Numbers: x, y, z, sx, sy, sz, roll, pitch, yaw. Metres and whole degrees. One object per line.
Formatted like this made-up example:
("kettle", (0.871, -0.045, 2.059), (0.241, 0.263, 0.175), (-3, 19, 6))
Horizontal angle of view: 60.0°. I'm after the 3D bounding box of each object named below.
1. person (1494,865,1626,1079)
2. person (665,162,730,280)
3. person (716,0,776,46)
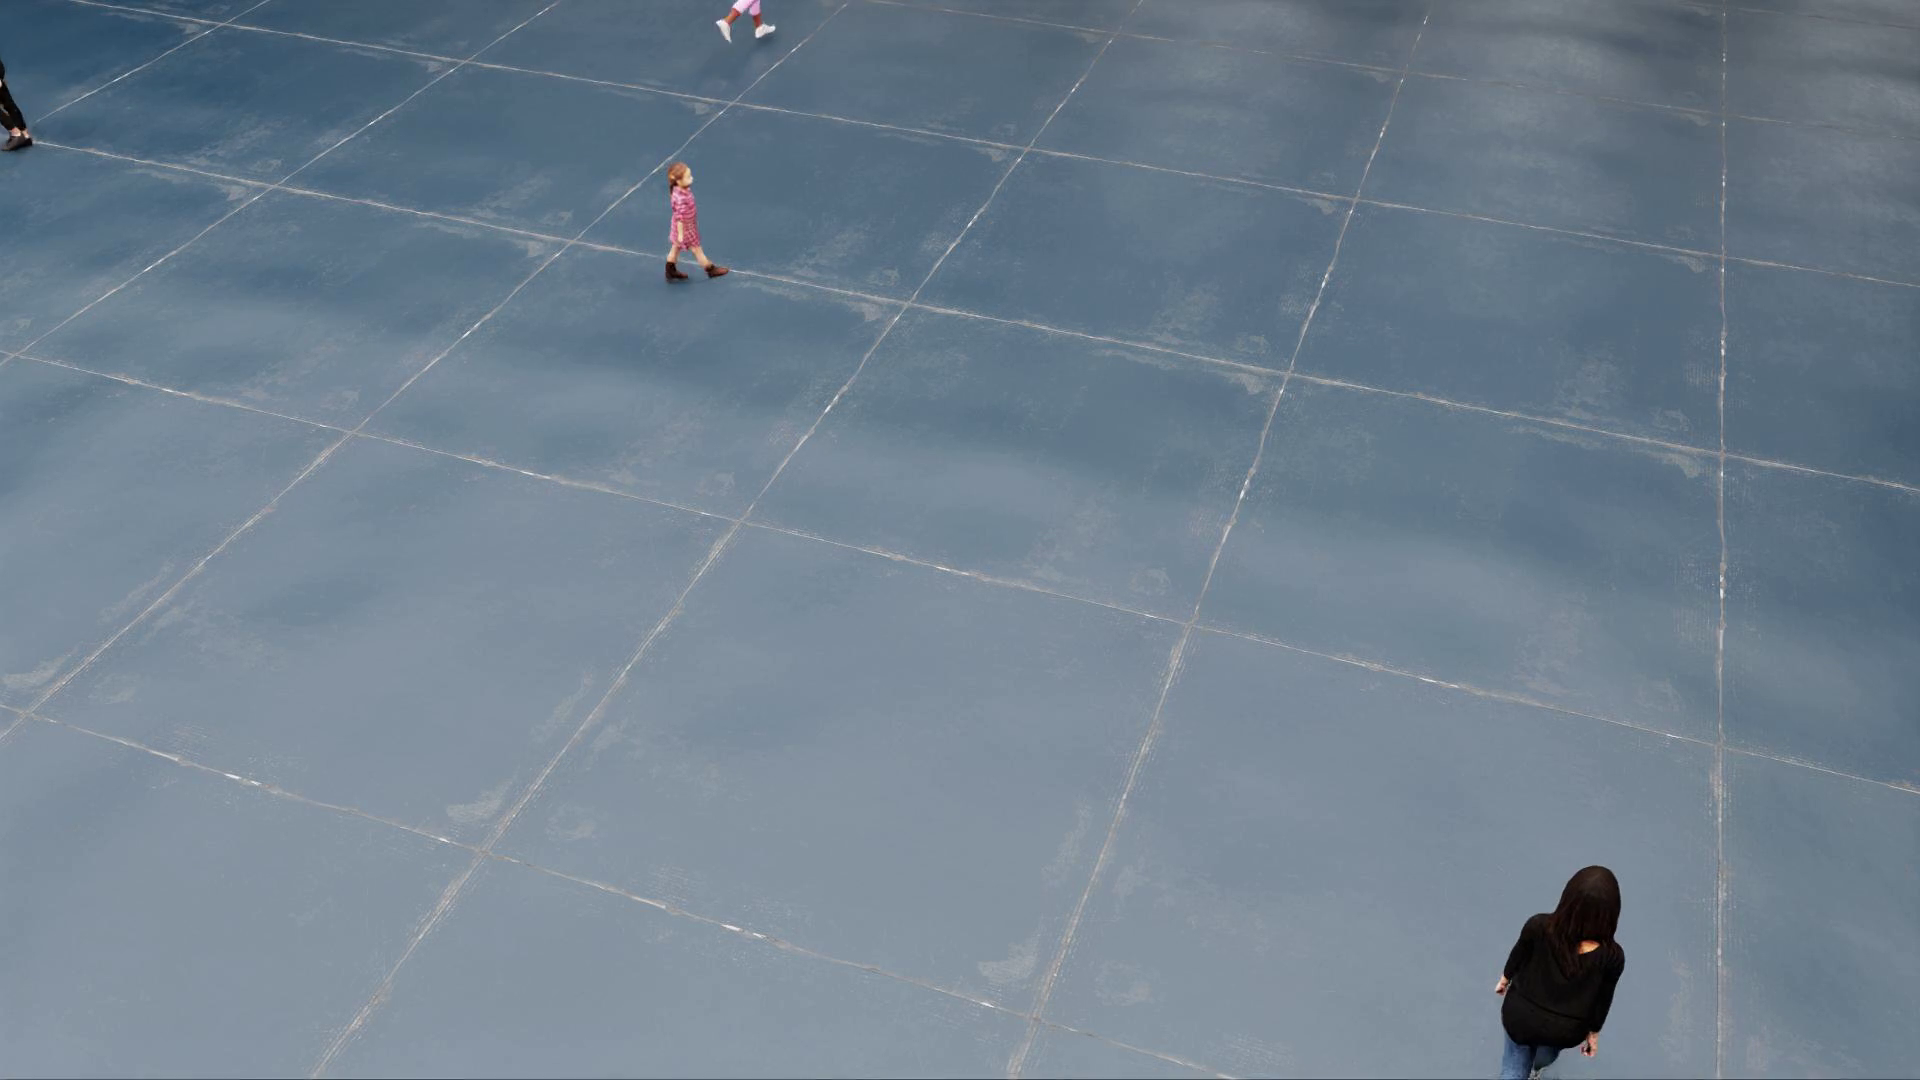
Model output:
("person", (2.382, 1.994, 6.806), (0.658, 1.606, 1.051), (16, 41, 20))
("person", (-2.204, -2.469, 13.005), (0.681, 0.998, 0.724), (-4, 38, -4))
("person", (-2.195, -5.818, 16.696), (1.097, 1.724, 0.875), (-31, 47, -33))
